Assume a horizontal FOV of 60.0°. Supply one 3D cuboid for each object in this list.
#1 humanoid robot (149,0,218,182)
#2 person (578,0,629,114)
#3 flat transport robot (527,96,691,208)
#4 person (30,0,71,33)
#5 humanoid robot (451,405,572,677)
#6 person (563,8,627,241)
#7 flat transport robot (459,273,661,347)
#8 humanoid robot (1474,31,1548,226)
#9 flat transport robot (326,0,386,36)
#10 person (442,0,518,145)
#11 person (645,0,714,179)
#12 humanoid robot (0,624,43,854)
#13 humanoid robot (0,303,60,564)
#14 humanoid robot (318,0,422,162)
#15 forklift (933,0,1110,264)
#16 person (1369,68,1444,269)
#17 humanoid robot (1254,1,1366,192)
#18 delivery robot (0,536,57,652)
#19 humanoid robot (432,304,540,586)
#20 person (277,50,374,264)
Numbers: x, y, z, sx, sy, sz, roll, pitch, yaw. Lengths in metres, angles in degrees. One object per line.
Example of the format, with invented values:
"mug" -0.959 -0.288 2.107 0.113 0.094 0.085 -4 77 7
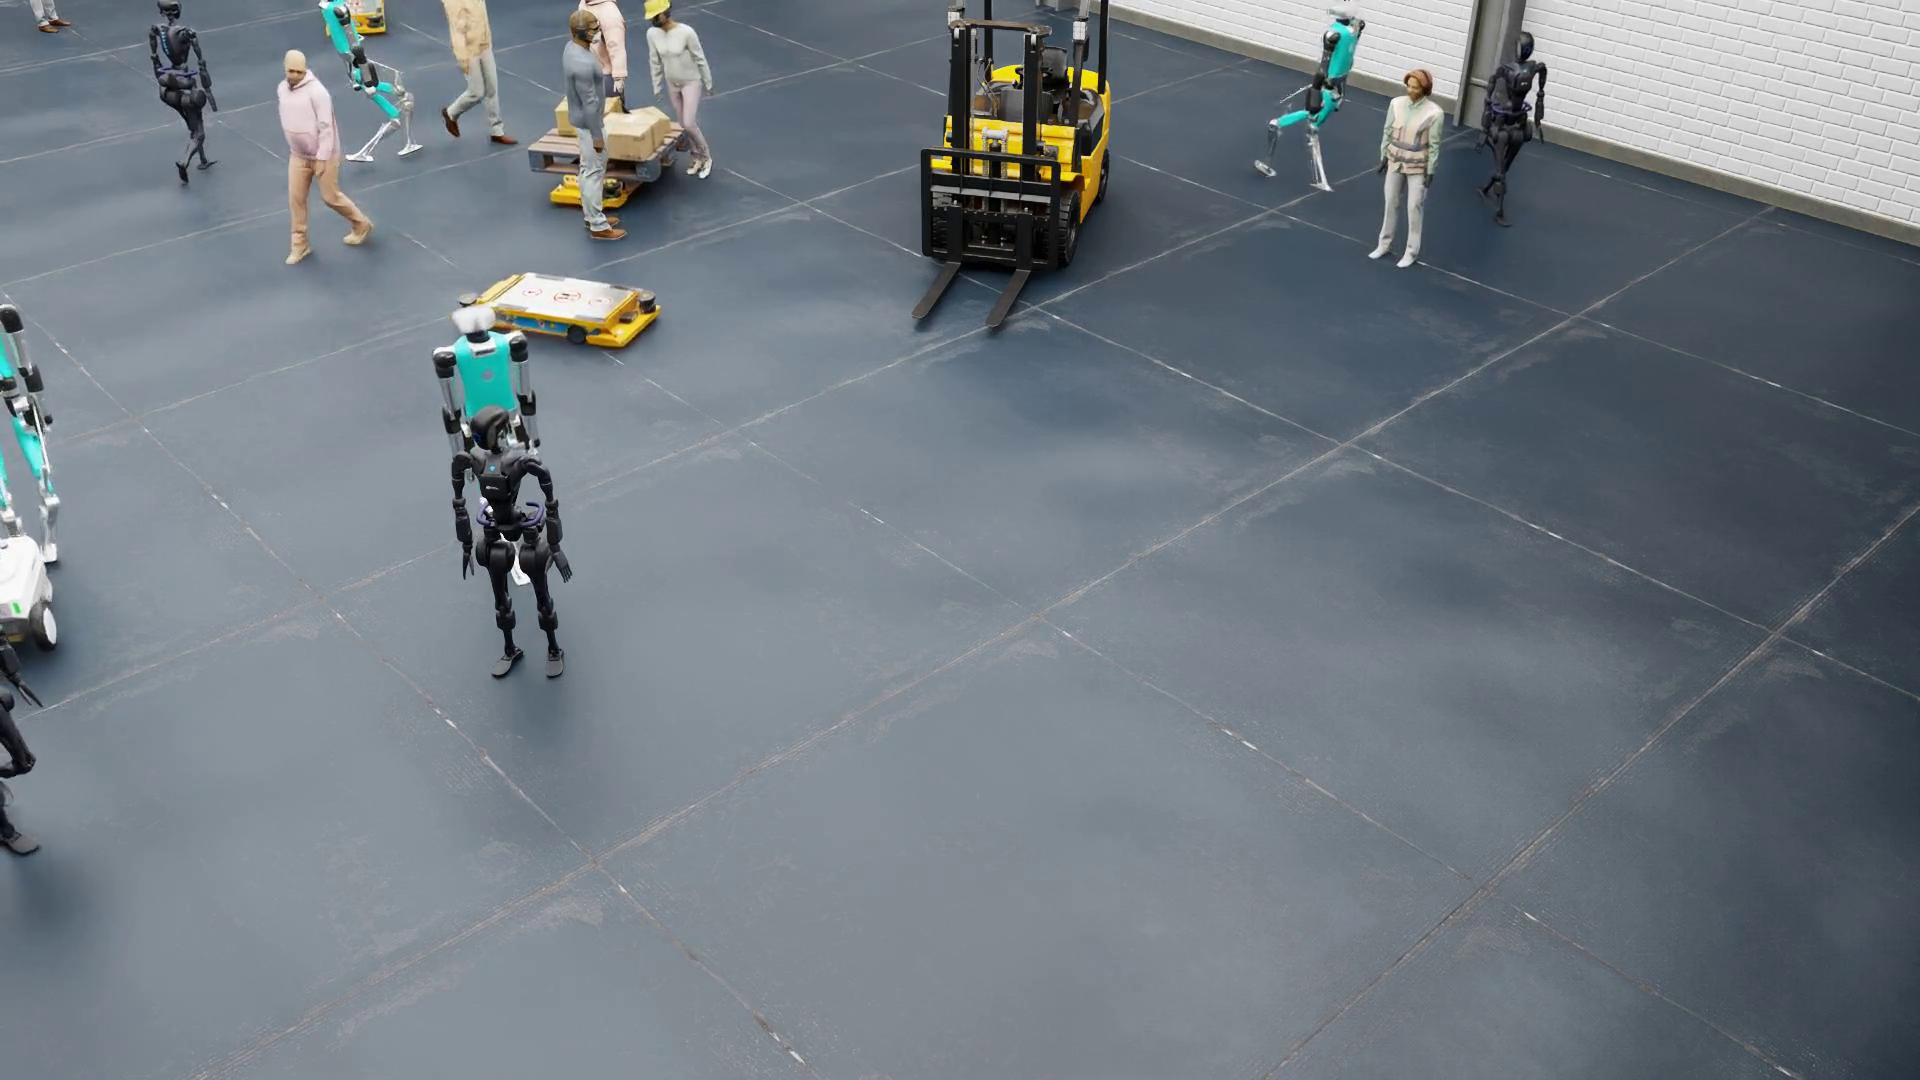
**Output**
"humanoid robot" -7.218 -4.143 15.281 0.605 1.628 0.691 8 34 12
"person" -3.301 -4.409 15.497 0.431 1.859 0.792 -23 40 -31
"flat transport robot" -3.219 -3.455 15.483 0.659 0.231 1.431 7 34 11
"person" -10.758 -6.745 19.268 0.332 1.651 0.469 2 33 3
"humanoid robot" -2.370 0.018 8.843 0.599 1.655 0.315 2 33 3
"person" -3.112 -3.491 14.010 0.351 1.936 0.633 -11 35 -16
"flat transport robot" -3.120 -1.799 12.938 1.431 0.231 0.659 10 34 15
"humanoid robot" 4.804 -3.626 14.519 0.615 1.643 0.781 -6 34 -9
"flat transport robot" -7.228 -6.315 19.879 0.659 0.231 1.431 -9 34 -14
"person" -4.701 -4.711 15.957 0.641 1.860 0.572 11 35 17
"person" -2.554 -4.148 15.211 0.548 1.719 0.548 16 36 23
"humanoid robot" -4.692 0.740 7.745 0.510 1.637 0.609 15 36 21
"humanoid robot" -5.596 -0.575 9.764 0.531 1.829 0.767 -15 36 -22
"humanoid robot" -5.447 -4.396 15.584 0.956 1.733 0.560 -22 39 -30
"forklift" 0.570 -3.725 14.138 1.214 2.155 2.313 9 34 13
"person" 3.662 -3.047 13.606 0.313 1.631 0.524 -27 42 -35
"humanoid robot" 3.093 -4.056 15.075 0.987 1.761 0.566 27 41 35
"delivery robot" -5.428 0.323 9.431 0.499 0.613 0.817 -10 34 -15
"humanoid robot" -2.837 -0.673 9.884 0.530 1.772 0.988 -17 37 -24
"person" -5.326 -3.190 13.739 0.541 1.748 0.743 11 35 17
